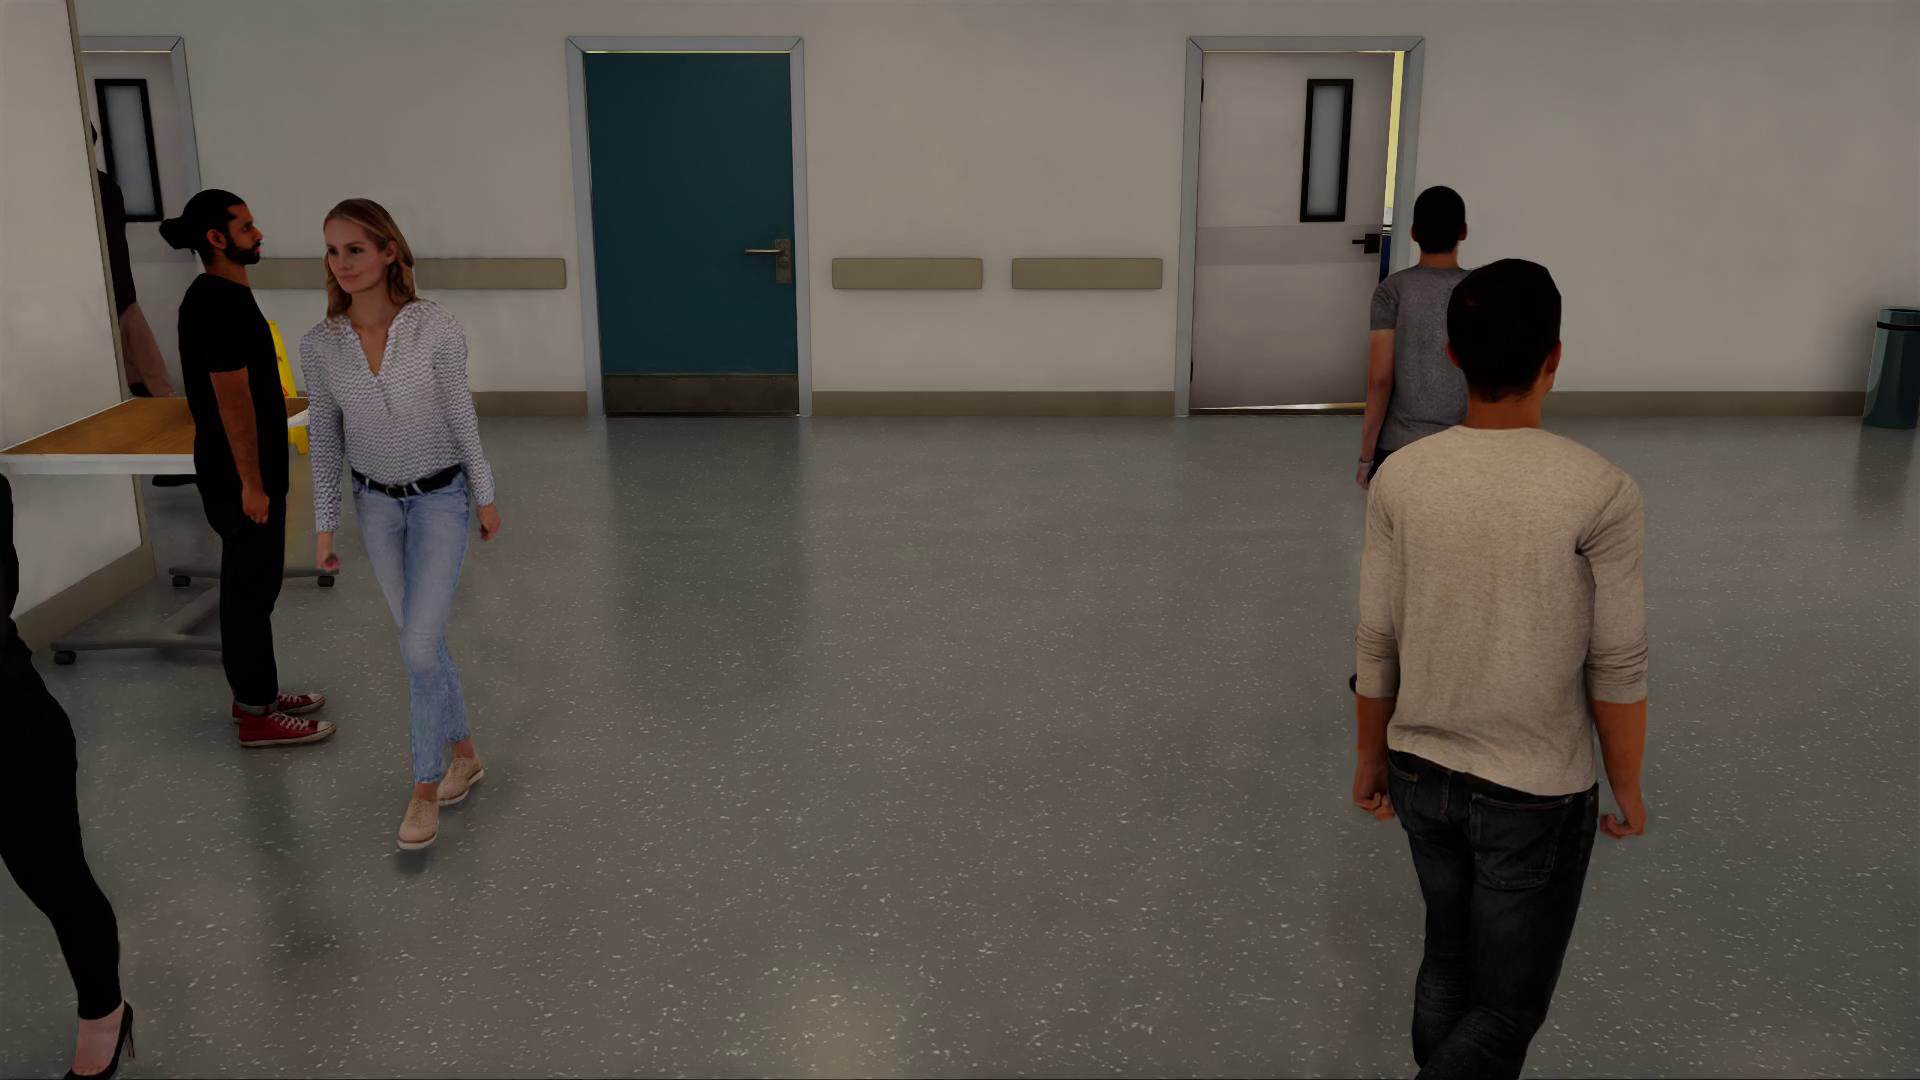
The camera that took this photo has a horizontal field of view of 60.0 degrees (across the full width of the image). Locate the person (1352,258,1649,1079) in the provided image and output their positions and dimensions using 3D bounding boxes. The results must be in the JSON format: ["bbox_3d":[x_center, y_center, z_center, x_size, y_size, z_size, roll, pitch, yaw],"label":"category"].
[{"bbox_3d":[0.886,0.445,2.874,1.072,1.789,1.108,13,20,39],"label":"person"}]

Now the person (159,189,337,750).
[{"bbox_3d":[-2.290,-0.221,5.295,0.702,1.758,0.706,-7,17,-24],"label":"person"}]

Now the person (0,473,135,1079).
[{"bbox_3d":[-1.856,0.398,3.250,0.995,1.676,0.823,5,16,17],"label":"person"}]

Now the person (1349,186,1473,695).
[{"bbox_3d":[1.566,-0.295,5.567,0.449,1.753,0.670,0,16,0],"label":"person"}]

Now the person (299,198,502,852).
[{"bbox_3d":[-1.525,-0.070,4.742,0.814,1.768,0.711,1,16,2],"label":"person"}]
